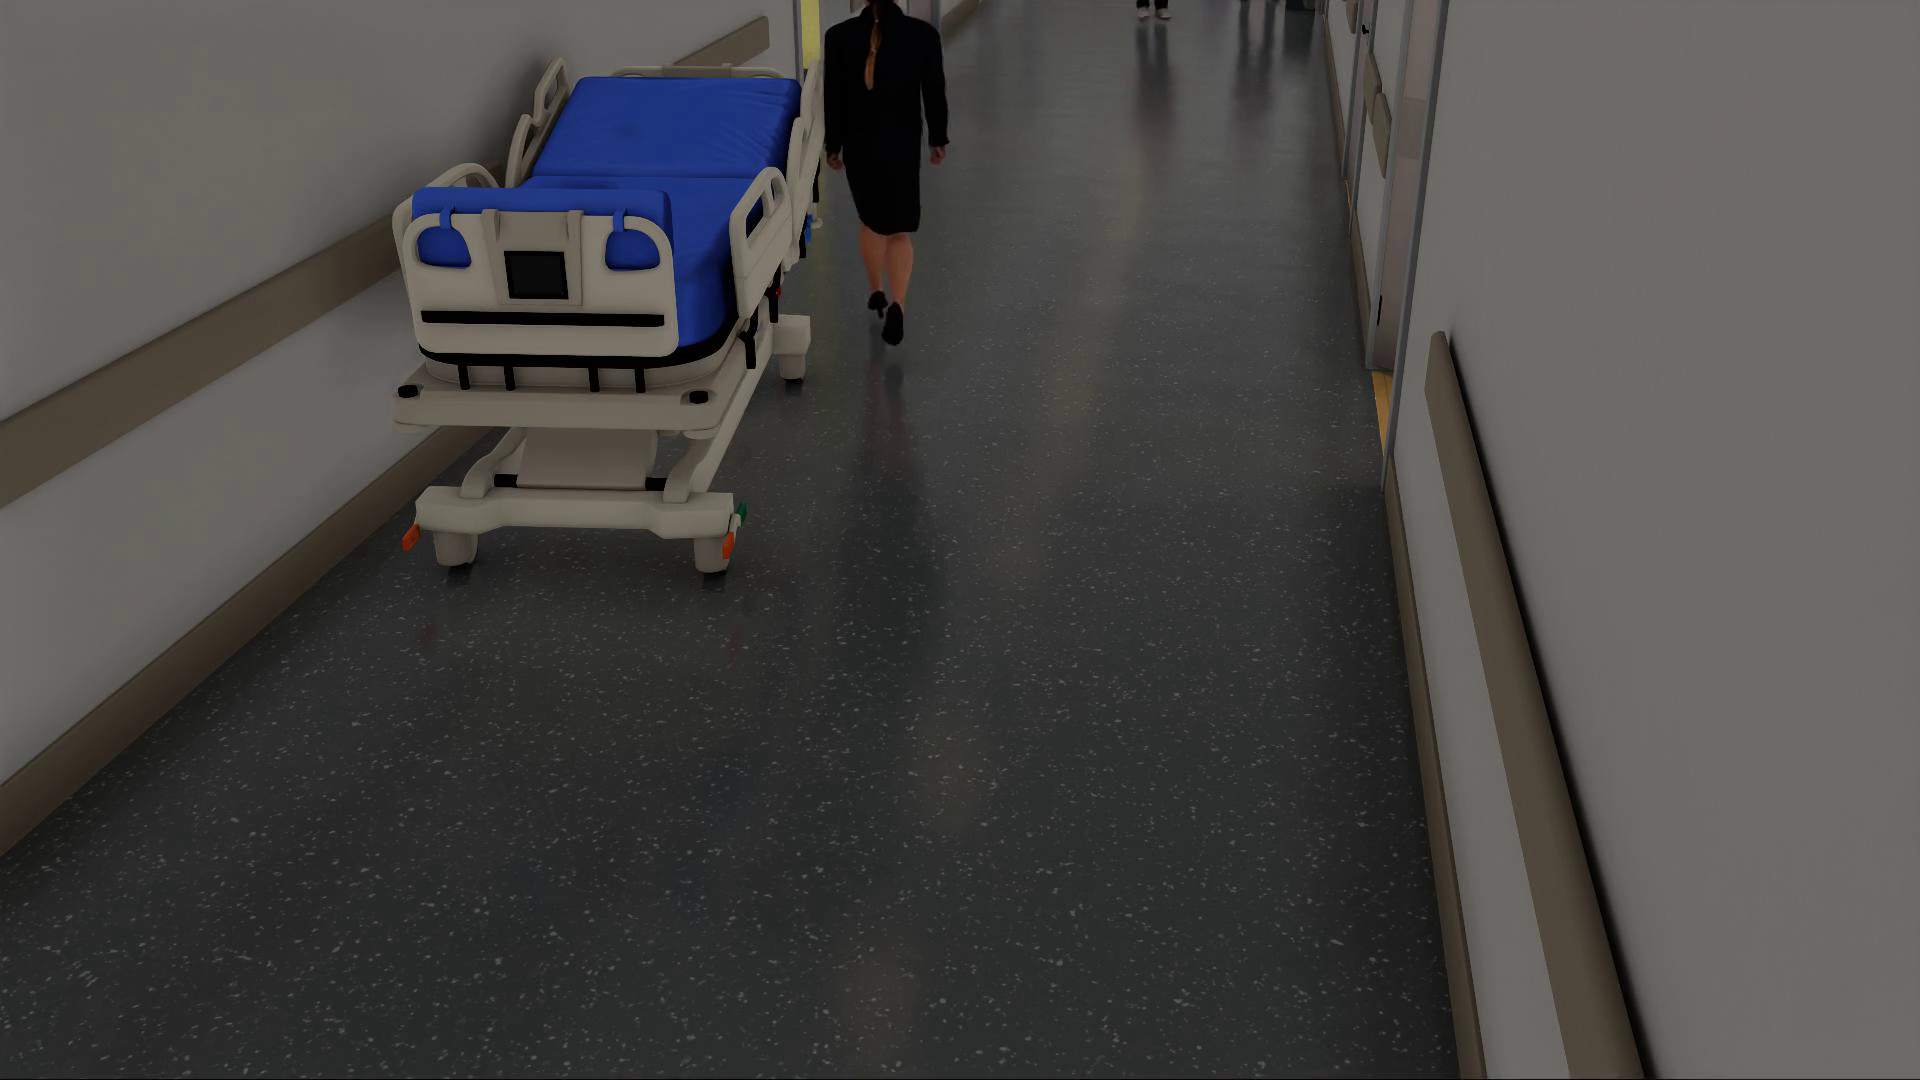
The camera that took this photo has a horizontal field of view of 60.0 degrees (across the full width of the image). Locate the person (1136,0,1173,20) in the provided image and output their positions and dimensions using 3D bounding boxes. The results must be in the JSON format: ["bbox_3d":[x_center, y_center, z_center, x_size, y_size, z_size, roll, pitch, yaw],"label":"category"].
[{"bbox_3d":[1.958,-5.982,16.025,0.644,1.807,0.785,-4,26,-8],"label":"person"}]

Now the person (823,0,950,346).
[{"bbox_3d":[-0.331,-1.647,7.229,1.075,1.639,0.918,-1,26,-1],"label":"person"}]
